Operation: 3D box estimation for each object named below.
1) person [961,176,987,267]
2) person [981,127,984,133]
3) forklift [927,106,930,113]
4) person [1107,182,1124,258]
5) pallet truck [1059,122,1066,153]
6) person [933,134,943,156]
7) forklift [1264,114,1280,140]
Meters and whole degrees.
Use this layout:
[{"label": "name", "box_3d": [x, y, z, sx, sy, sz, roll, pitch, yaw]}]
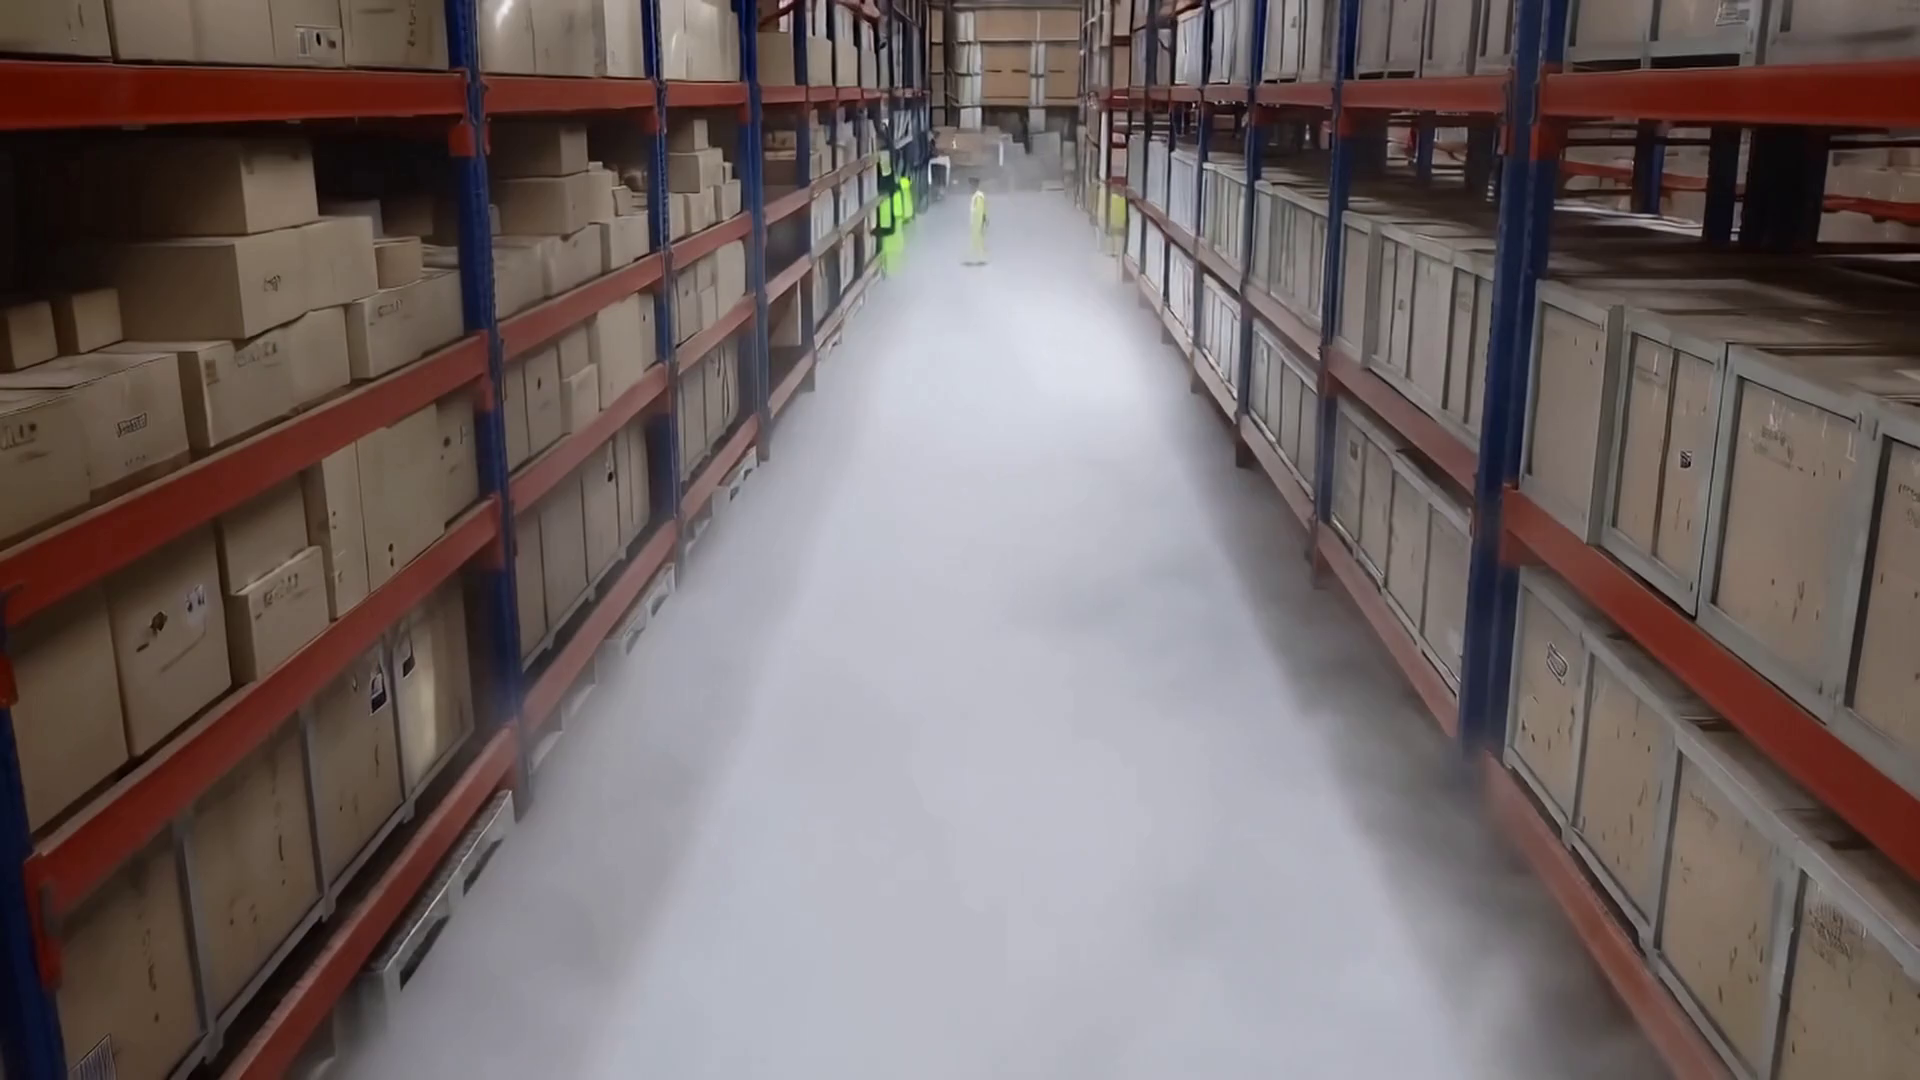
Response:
[{"label": "person", "box_3d": [0.251, -6.500, 33.982, 0.723, 1.819, 0.562, -2, 15, -8]}, {"label": "person", "box_3d": [1.299, -22.336, 93.286, 0.375, 1.625, 0.516, -2, 15, -6]}, {"label": "forklift", "box_3d": [-2.001, -20.667, 84.687, 1.129, 2.768, 1.873, 0, 15, 2]}, {"label": "person", "box_3d": [3.456, -6.896, 35.831, 0.535, 1.621, 0.499, -4, 15, -13]}, {"label": "pallet truck", "box_3d": [5.788, -21.111, 88.014, 1.885, 1.965, 0.823, 5, 16, 18]}, {"label": "person", "box_3d": [-0.936, -14.335, 62.858, 0.772, 1.968, 0.626, 6, 16, 21]}, {"label": "forklift", "box_3d": [11.019, -13.927, 59.611, 1.129, 2.768, 1.873, 0, 15, 2]}]
